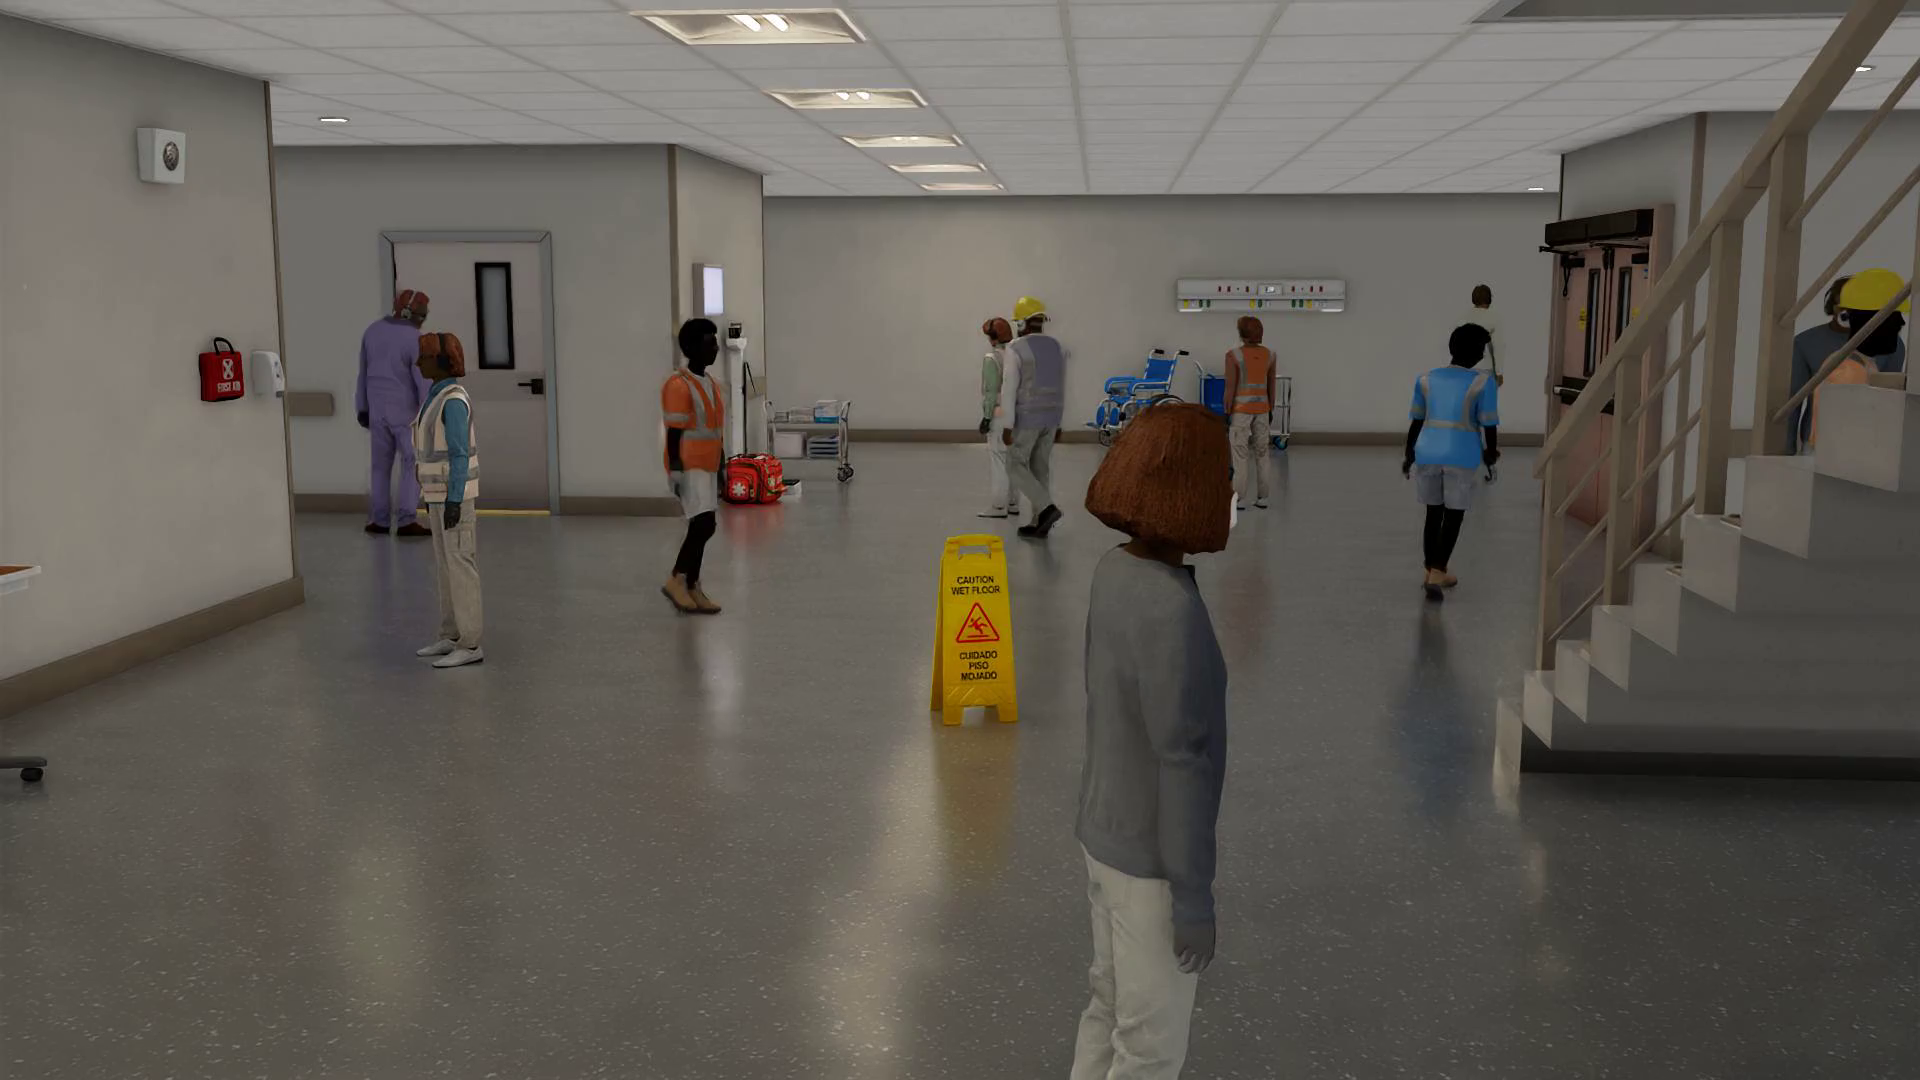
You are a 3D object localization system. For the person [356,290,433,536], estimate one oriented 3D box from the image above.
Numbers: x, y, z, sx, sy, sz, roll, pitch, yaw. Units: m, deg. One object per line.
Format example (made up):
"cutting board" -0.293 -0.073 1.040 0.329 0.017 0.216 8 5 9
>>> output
"person" -4.274 -0.961 12.624 0.762 1.864 0.396 4 9 26

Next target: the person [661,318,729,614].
"person" -1.473 -0.403 9.363 0.369 1.683 0.557 3 9 19

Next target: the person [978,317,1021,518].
"person" 0.335 -0.998 13.610 0.310 1.639 0.514 5 10 31

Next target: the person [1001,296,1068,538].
"person" 0.555 -0.891 12.306 0.635 1.810 0.539 -7 11 -40

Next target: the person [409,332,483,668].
"person" -2.519 -0.200 8.182 0.308 1.641 0.514 -5 10 -30

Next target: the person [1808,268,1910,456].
"person" 3.714 -0.156 6.916 0.369 1.926 0.590 4 9 27

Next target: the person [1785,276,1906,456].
"person" 5.028 -0.539 9.526 0.636 1.929 0.385 3 9 17

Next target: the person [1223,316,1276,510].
"person" 2.450 -1.072 14.110 0.523 1.639 0.306 -4 9 -25

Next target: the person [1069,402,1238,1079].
"person" 0.344 0.572 2.952 0.265 1.631 0.507 -1 8 -9

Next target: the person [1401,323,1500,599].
"person" 2.924 -0.474 9.994 0.590 1.651 0.691 7 11 41

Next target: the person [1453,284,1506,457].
"person" 5.827 -1.891 18.670 0.372 1.940 0.630 -7 11 -40
